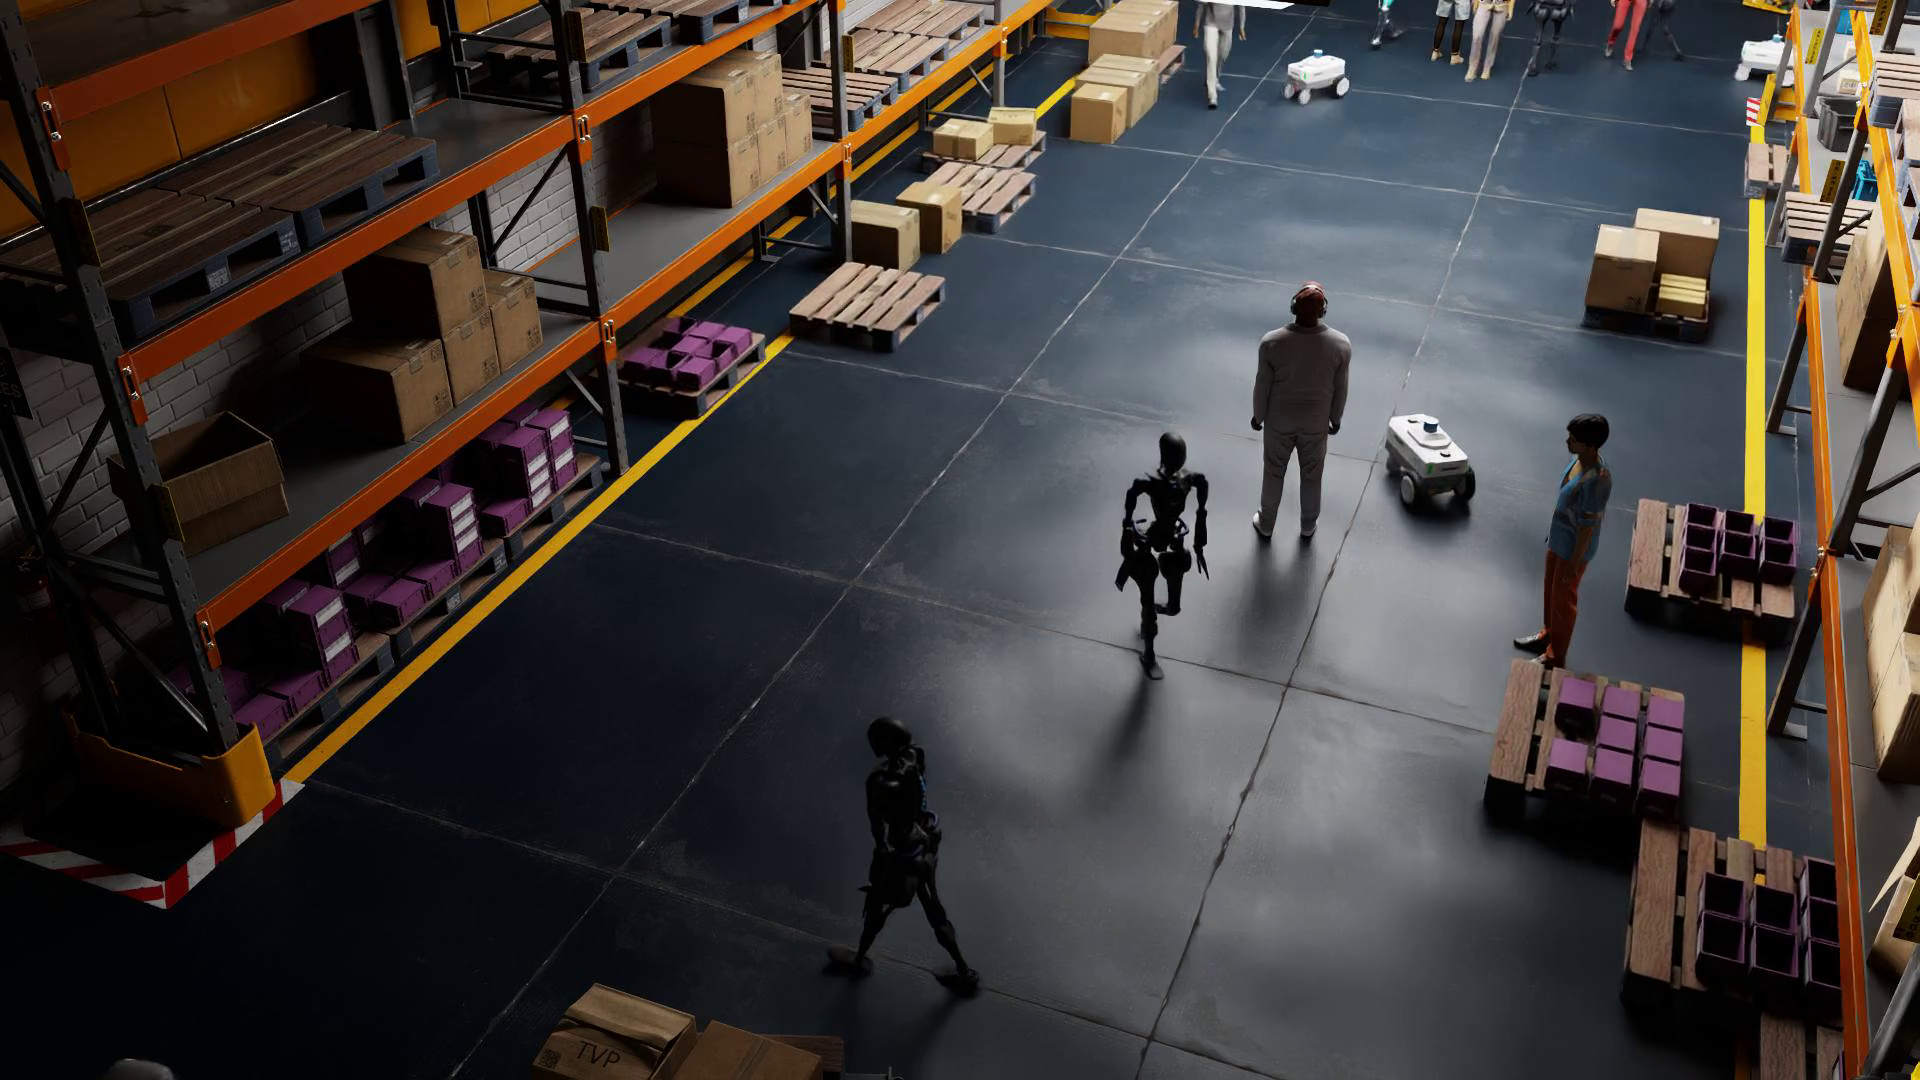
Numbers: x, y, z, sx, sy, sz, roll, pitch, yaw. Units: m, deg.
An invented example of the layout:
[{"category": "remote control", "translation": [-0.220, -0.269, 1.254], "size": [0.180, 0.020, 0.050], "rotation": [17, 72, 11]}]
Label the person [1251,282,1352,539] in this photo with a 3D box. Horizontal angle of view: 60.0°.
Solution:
[{"category": "person", "translation": [2.318, -0.875, 11.438], "size": [0.637, 1.910, 0.409], "rotation": [2, 33, 4]}]

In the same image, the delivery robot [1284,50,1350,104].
[{"category": "delivery robot", "translation": [4.276, -5.571, 19.955], "size": [0.802, 0.600, 0.499], "rotation": [-20, 38, -28]}]

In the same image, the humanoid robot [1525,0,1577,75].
[{"category": "humanoid robot", "translation": [7.309, -6.604, 20.537], "size": [0.593, 1.638, 0.706], "rotation": [17, 37, 24]}]

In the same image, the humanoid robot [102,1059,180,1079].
[{"category": "humanoid robot", "translation": [-2.877, 2.748, 6.026], "size": [0.530, 1.774, 1.006], "rotation": [1, 33, 1]}]

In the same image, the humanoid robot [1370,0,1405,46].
[{"category": "humanoid robot", "translation": [5.544, -7.191, 21.407], "size": [0.543, 1.748, 1.051], "rotation": [26, 41, 35]}]

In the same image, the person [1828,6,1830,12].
[{"category": "person", "translation": [10.961, -6.757, 20.576], "size": [0.377, 1.865, 0.545], "rotation": [-3, 33, -5]}]

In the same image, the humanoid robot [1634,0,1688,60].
[{"category": "humanoid robot", "translation": [8.991, -6.902, 21.035], "size": [0.705, 1.653, 0.610], "rotation": [17, 37, 25]}]

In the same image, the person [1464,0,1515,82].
[{"category": "person", "translation": [6.470, -6.437, 20.176], "size": [0.491, 1.751, 0.652], "rotation": [12, 35, 18]}]

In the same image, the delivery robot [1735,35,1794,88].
[{"category": "delivery robot", "translation": [10.006, -5.893, 20.463], "size": [0.814, 0.611, 0.499], "rotation": [16, 36, 23]}]

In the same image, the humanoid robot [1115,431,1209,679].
[{"category": "humanoid robot", "translation": [1.217, 0.027, 10.260], "size": [0.597, 1.635, 0.576], "rotation": [-8, 34, -13]}]

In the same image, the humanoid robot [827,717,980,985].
[{"category": "humanoid robot", "translation": [-0.276, 1.508, 8.003], "size": [0.785, 1.621, 0.611], "rotation": [13, 35, 19]}]

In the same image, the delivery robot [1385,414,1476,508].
[{"category": "delivery robot", "translation": [3.450, -0.622, 12.283], "size": [0.518, 0.585, 0.730], "rotation": [-8, 34, -12]}]

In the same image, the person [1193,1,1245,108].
[{"category": "person", "translation": [3.041, -6.082, 19.548], "size": [0.579, 1.866, 0.854], "rotation": [-4, 33, -7]}]

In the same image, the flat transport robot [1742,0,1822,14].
[{"category": "flat transport robot", "translation": [11.738, -7.694, 23.498], "size": [1.431, 0.231, 0.659], "rotation": [-25, 40, -33]}]

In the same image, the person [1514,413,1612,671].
[{"category": "person", "translation": [3.717, 0.024, 10.185], "size": [0.336, 1.759, 0.493], "rotation": [3, 33, 4]}]

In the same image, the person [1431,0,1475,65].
[{"category": "person", "translation": [6.239, -6.838, 20.867], "size": [0.534, 1.693, 0.321], "rotation": [26, 41, 34]}]

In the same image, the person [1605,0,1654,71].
[{"category": "person", "translation": [8.392, -6.783, 20.716], "size": [0.551, 1.746, 0.520], "rotation": [3, 33, 5]}]
